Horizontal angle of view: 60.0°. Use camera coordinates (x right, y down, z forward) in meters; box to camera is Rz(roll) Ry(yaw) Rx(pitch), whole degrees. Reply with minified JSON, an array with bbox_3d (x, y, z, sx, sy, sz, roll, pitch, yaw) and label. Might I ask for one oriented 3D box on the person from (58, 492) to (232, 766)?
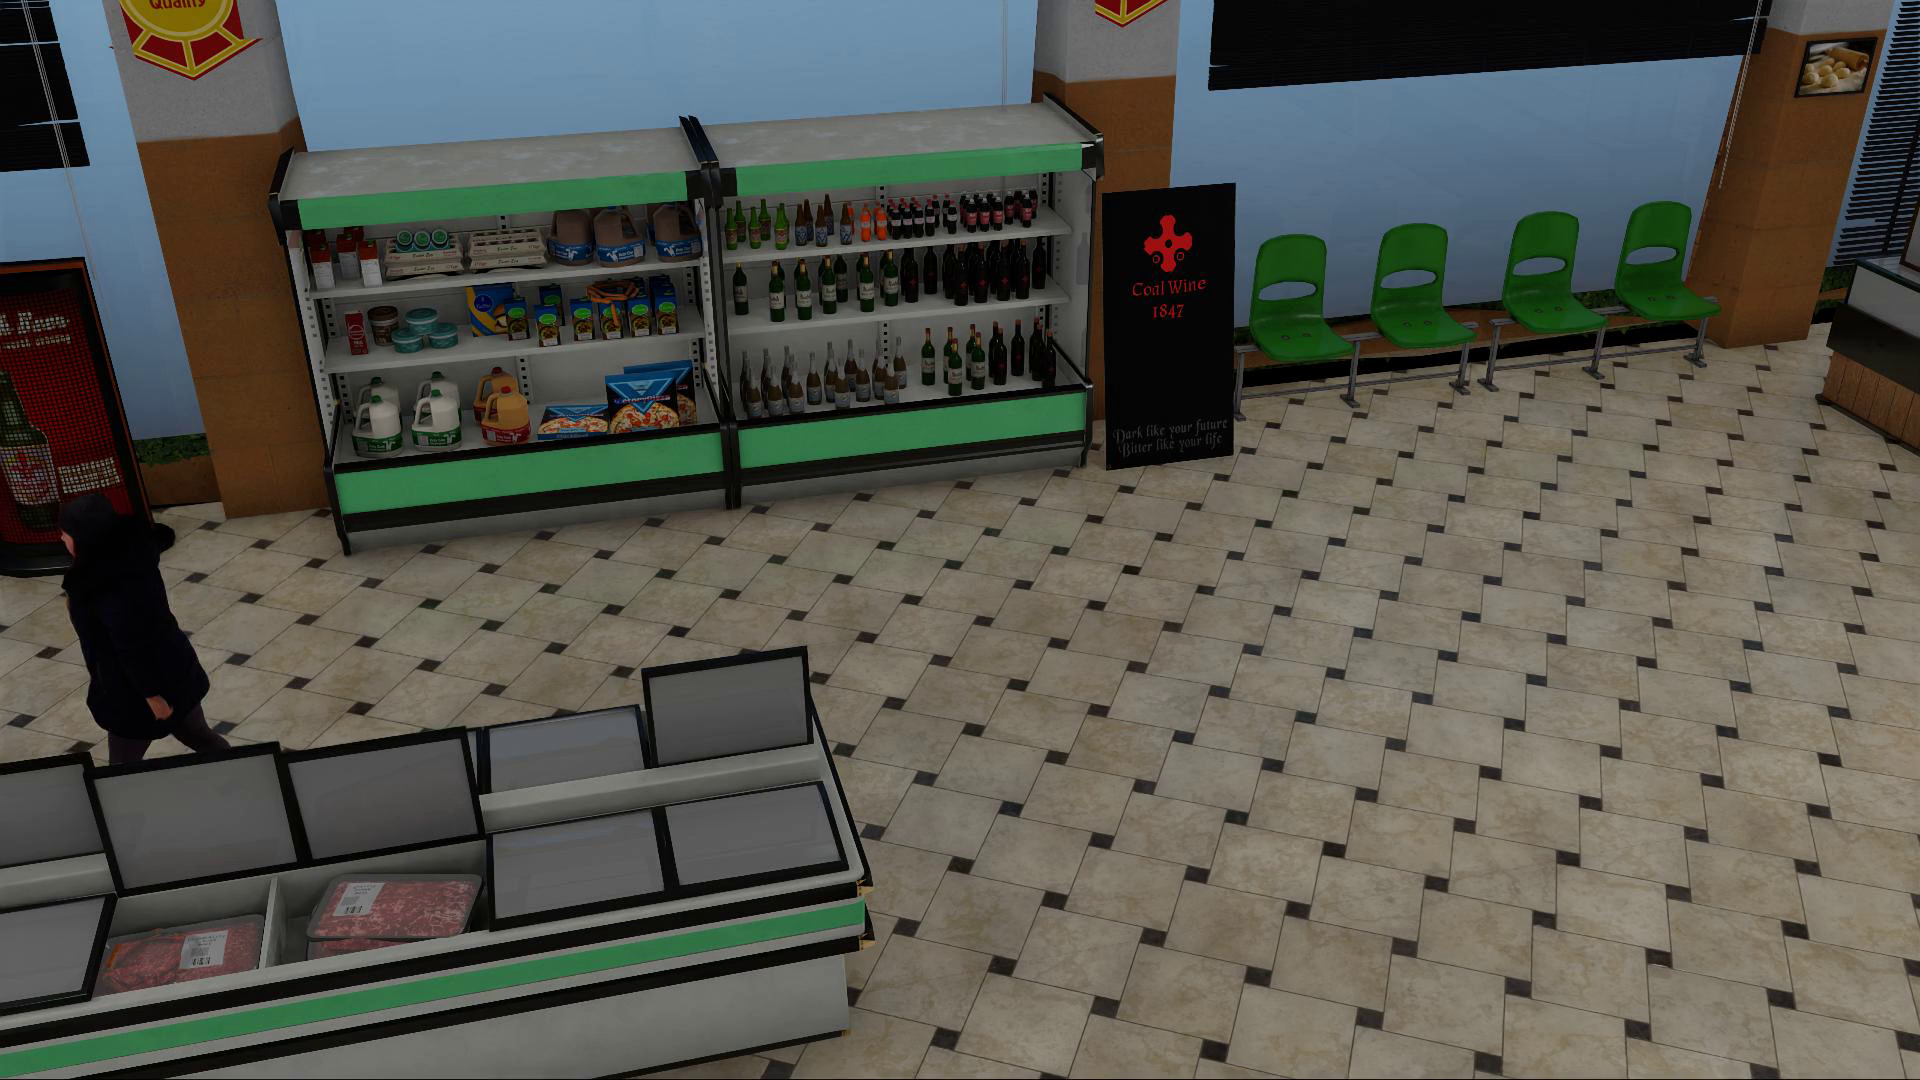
[{"bbox_3d":[-3.243,0.546,6.818,0.971,1.639,0.650,-7,29,-12],"label":"person"}]
